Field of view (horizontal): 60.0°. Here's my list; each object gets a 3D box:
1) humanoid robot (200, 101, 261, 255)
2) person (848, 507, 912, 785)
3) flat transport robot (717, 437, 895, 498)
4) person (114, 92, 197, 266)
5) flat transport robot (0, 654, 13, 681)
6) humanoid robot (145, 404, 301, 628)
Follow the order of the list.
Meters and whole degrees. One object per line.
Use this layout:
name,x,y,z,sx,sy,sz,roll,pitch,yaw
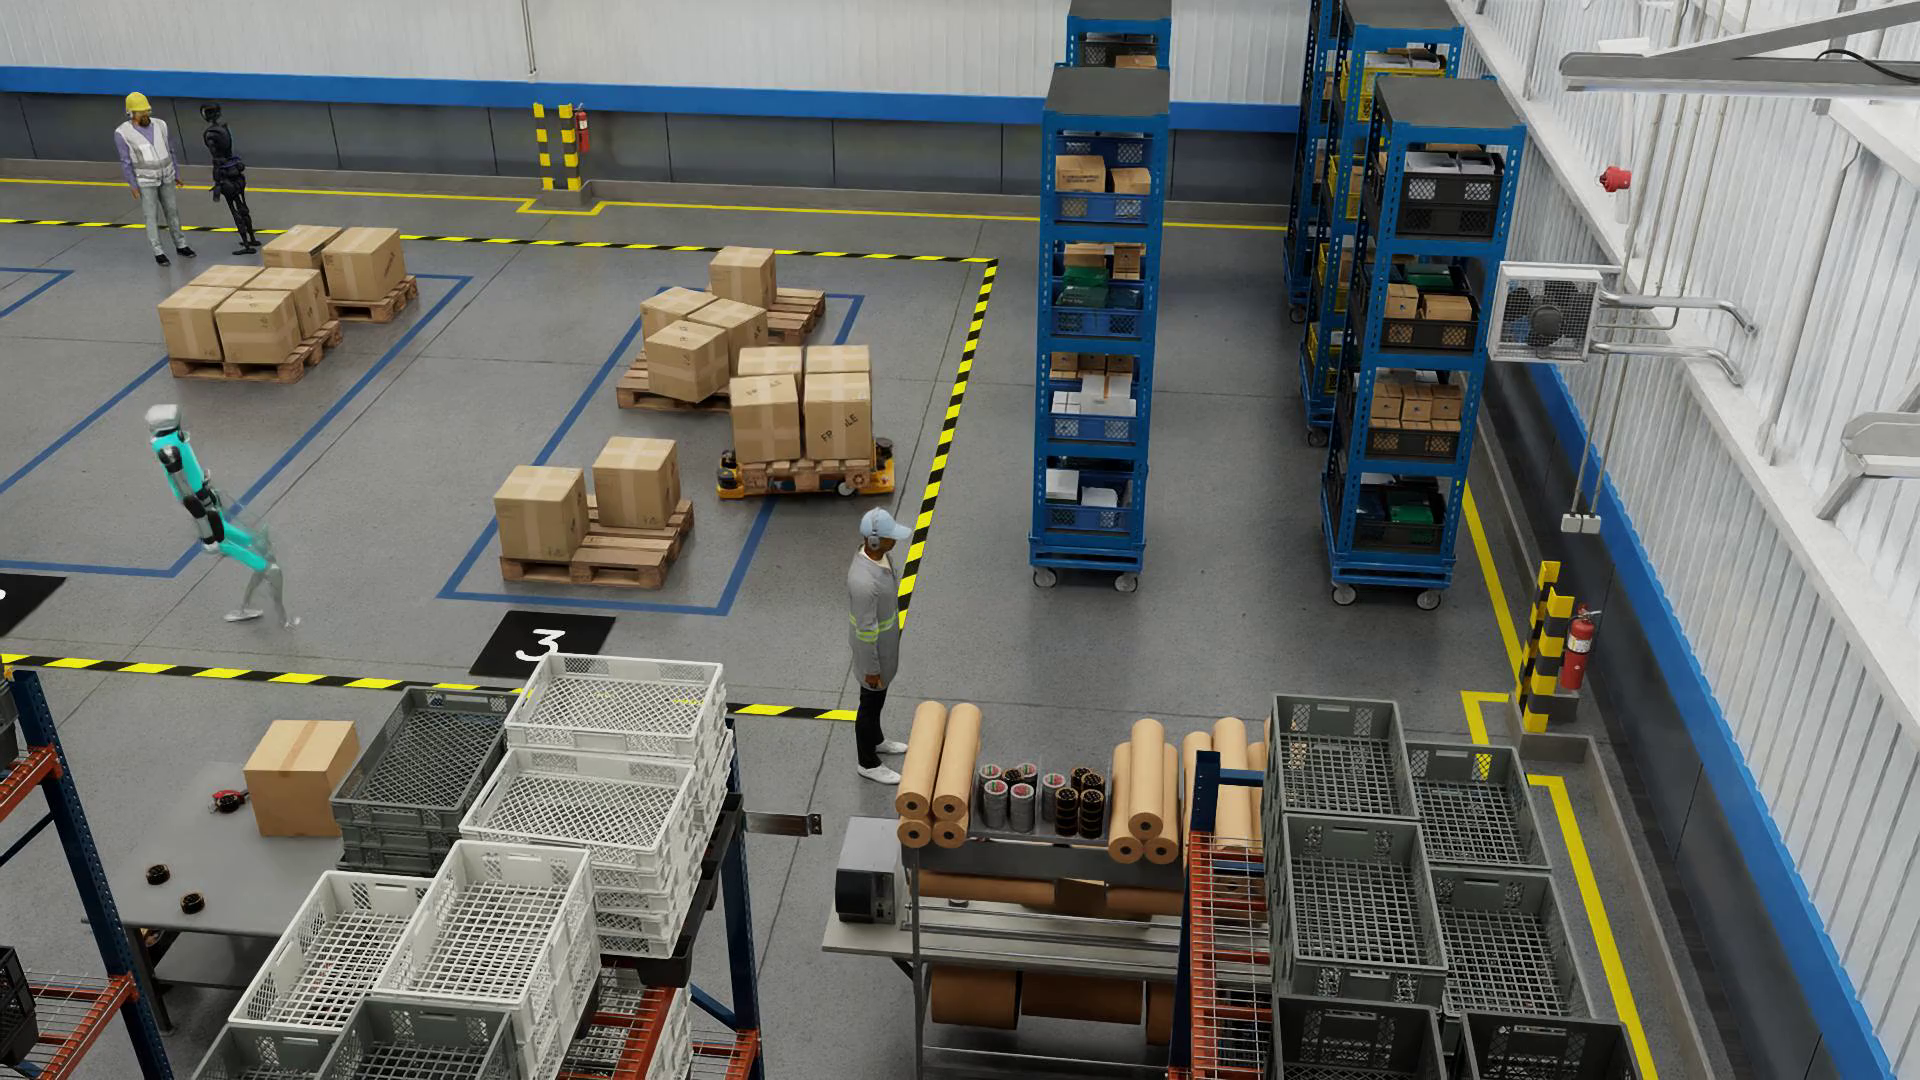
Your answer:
humanoid robot,-7.926,-3.926,18.002,0.315,1.658,0.599,-1,30,-2
person,-0.472,0.620,10.034,0.390,1.850,0.599,3,30,5
flat transport robot,-1.264,-0.605,13.685,1.431,0.197,0.652,-2,30,-3
person,-8.593,-3.861,17.747,0.404,1.836,0.589,21,36,31
flat transport robot,-7.142,0.969,11.010,1.431,0.231,0.659,3,30,6
humanoid robot,-4.994,-0.141,11.507,0.824,1.820,0.541,-13,33,-21
